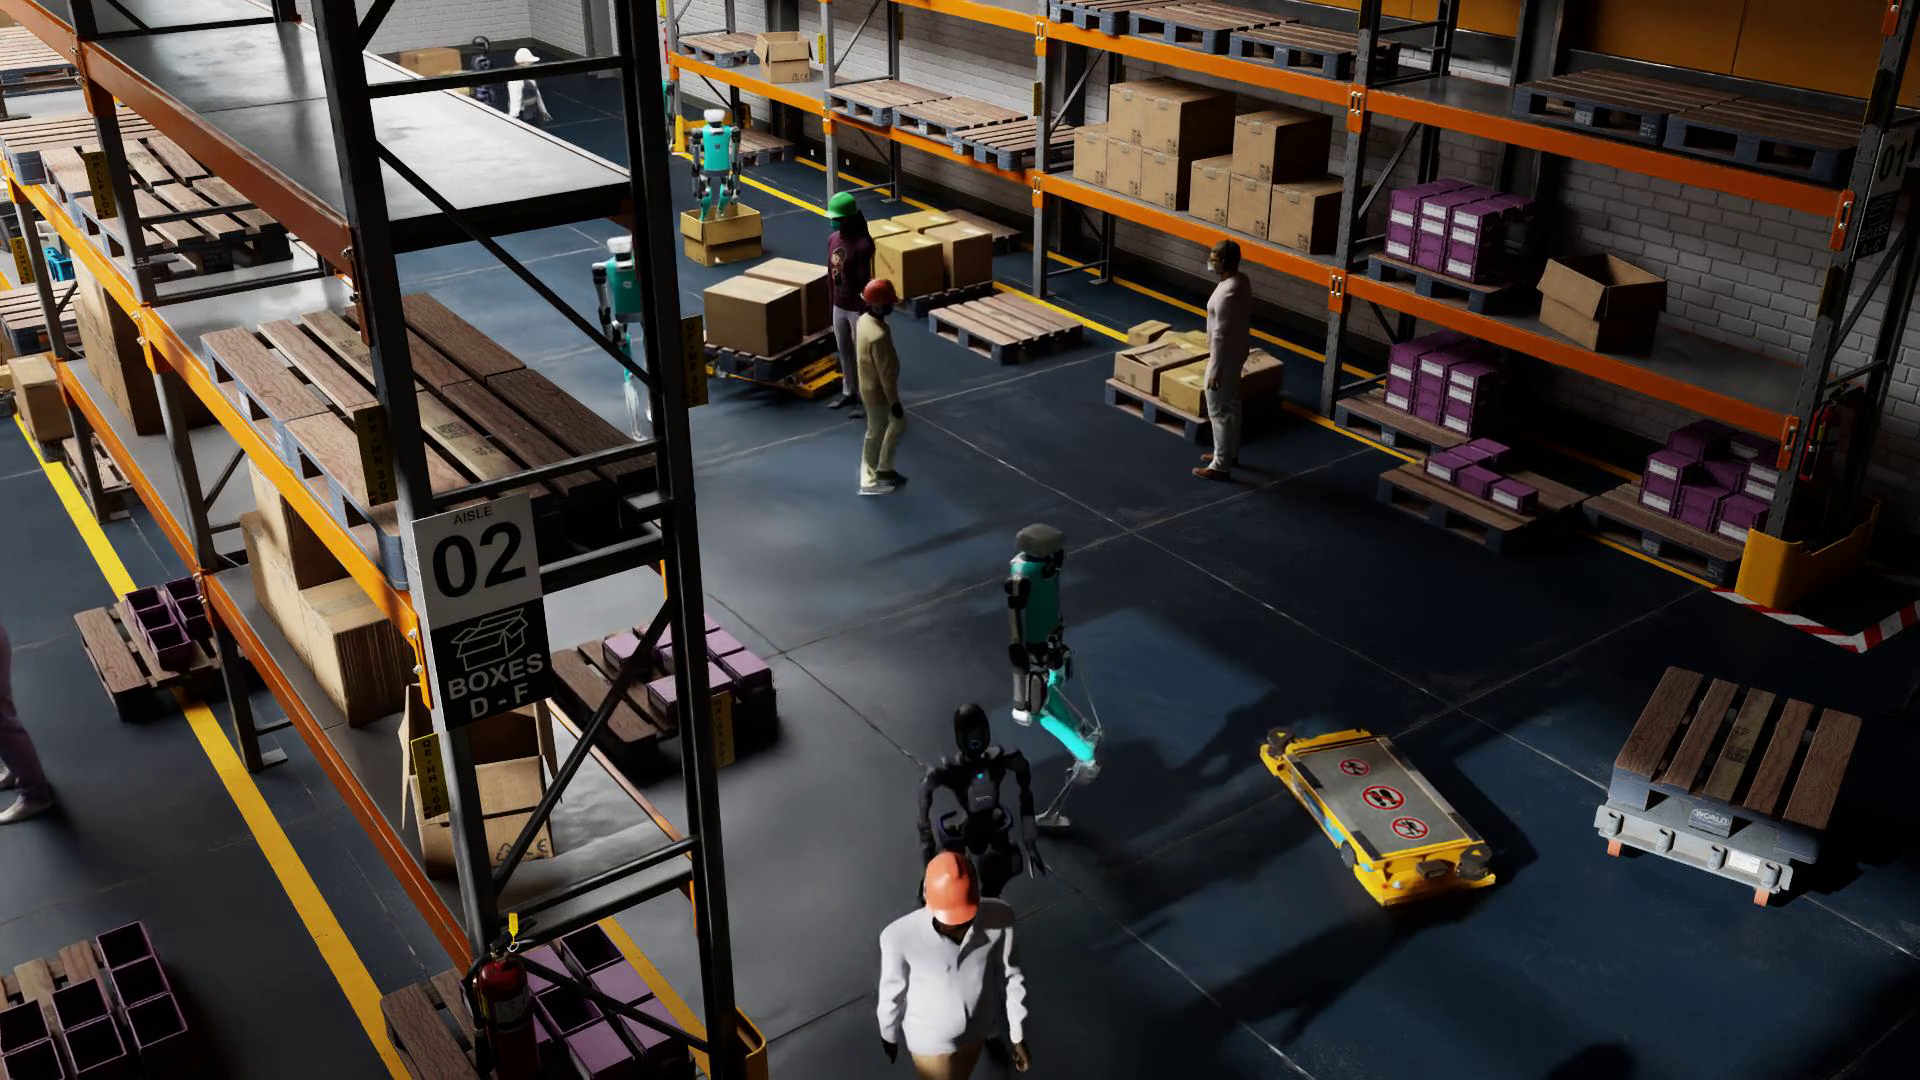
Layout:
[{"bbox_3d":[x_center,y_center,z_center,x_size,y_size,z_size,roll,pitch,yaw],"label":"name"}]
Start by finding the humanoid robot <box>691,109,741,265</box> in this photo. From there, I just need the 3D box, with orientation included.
[{"bbox_3d":[-2.648,-3.757,17.933,0.554,1.865,0.791,-9,28,-16],"label":"humanoid robot"}]

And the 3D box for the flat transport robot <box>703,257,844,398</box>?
[{"bbox_3d":[-1.732,-1.607,15.184,1.431,0.231,0.659,15,31,28],"label":"flat transport robot"}]

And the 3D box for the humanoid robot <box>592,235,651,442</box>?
[{"bbox_3d":[-2.719,-1.724,13.826,0.552,1.781,0.880,-6,27,-12],"label":"humanoid robot"}]

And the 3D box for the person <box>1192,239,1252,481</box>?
[{"bbox_3d":[2.056,-1.394,12.919,0.369,1.932,0.633,10,28,19],"label":"person"}]

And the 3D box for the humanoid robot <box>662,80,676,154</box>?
[{"bbox_3d":[-3.705,-4.779,19.965,0.540,1.882,0.729,-11,29,-21],"label":"humanoid robot"}]

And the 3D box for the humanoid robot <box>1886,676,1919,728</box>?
[{"bbox_3d":[5.892,0.385,9.664,0.602,1.636,0.616,17,31,30],"label":"humanoid robot"}]

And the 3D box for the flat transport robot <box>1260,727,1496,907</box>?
[{"bbox_3d":[2.254,1.453,9.097,0.659,0.231,1.431,-8,28,-15],"label":"flat transport robot"}]

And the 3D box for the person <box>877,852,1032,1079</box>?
[{"bbox_3d":[0.007,1.951,6.495,0.552,1.711,0.804,-12,29,-23],"label":"person"}]

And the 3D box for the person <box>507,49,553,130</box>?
[{"bbox_3d":[-5.302,-5.241,20.768,0.669,1.734,0.805,1,27,2],"label":"person"}]

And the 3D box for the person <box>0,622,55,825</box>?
[{"bbox_3d":[-5.318,0.636,8.927,0.398,1.892,0.661,-17,32,-31],"label":"person"}]

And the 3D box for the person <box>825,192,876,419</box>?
[{"bbox_3d":[-0.926,-1.995,14.102,0.481,1.944,0.432,22,34,37],"label":"person"}]

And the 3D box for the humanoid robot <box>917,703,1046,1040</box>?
[{"bbox_3d":[0.106,1.443,7.609,0.610,1.624,0.789,-8,28,-16],"label":"humanoid robot"}]

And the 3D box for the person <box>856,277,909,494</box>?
[{"bbox_3d":[-0.555,-1.153,12.640,0.518,1.733,0.581,-3,27,-6],"label":"person"}]

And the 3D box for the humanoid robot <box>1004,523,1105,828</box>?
[{"bbox_3d":[0.572,0.810,8.779,0.666,1.828,0.546,13,29,23],"label":"humanoid robot"}]

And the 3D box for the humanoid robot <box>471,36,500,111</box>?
[{"bbox_3d":[-6.272,-5.826,22.012,0.336,1.647,0.583,-15,31,-28],"label":"humanoid robot"}]

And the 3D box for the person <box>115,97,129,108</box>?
[{"bbox_3d":[-10.677,-5.513,21.035,0.621,1.992,0.392,5,27,9],"label":"person"}]

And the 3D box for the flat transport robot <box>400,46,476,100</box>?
[{"bbox_3d":[-7.703,-6.387,24.693,0.659,0.231,1.431,1,27,2],"label":"flat transport robot"}]
